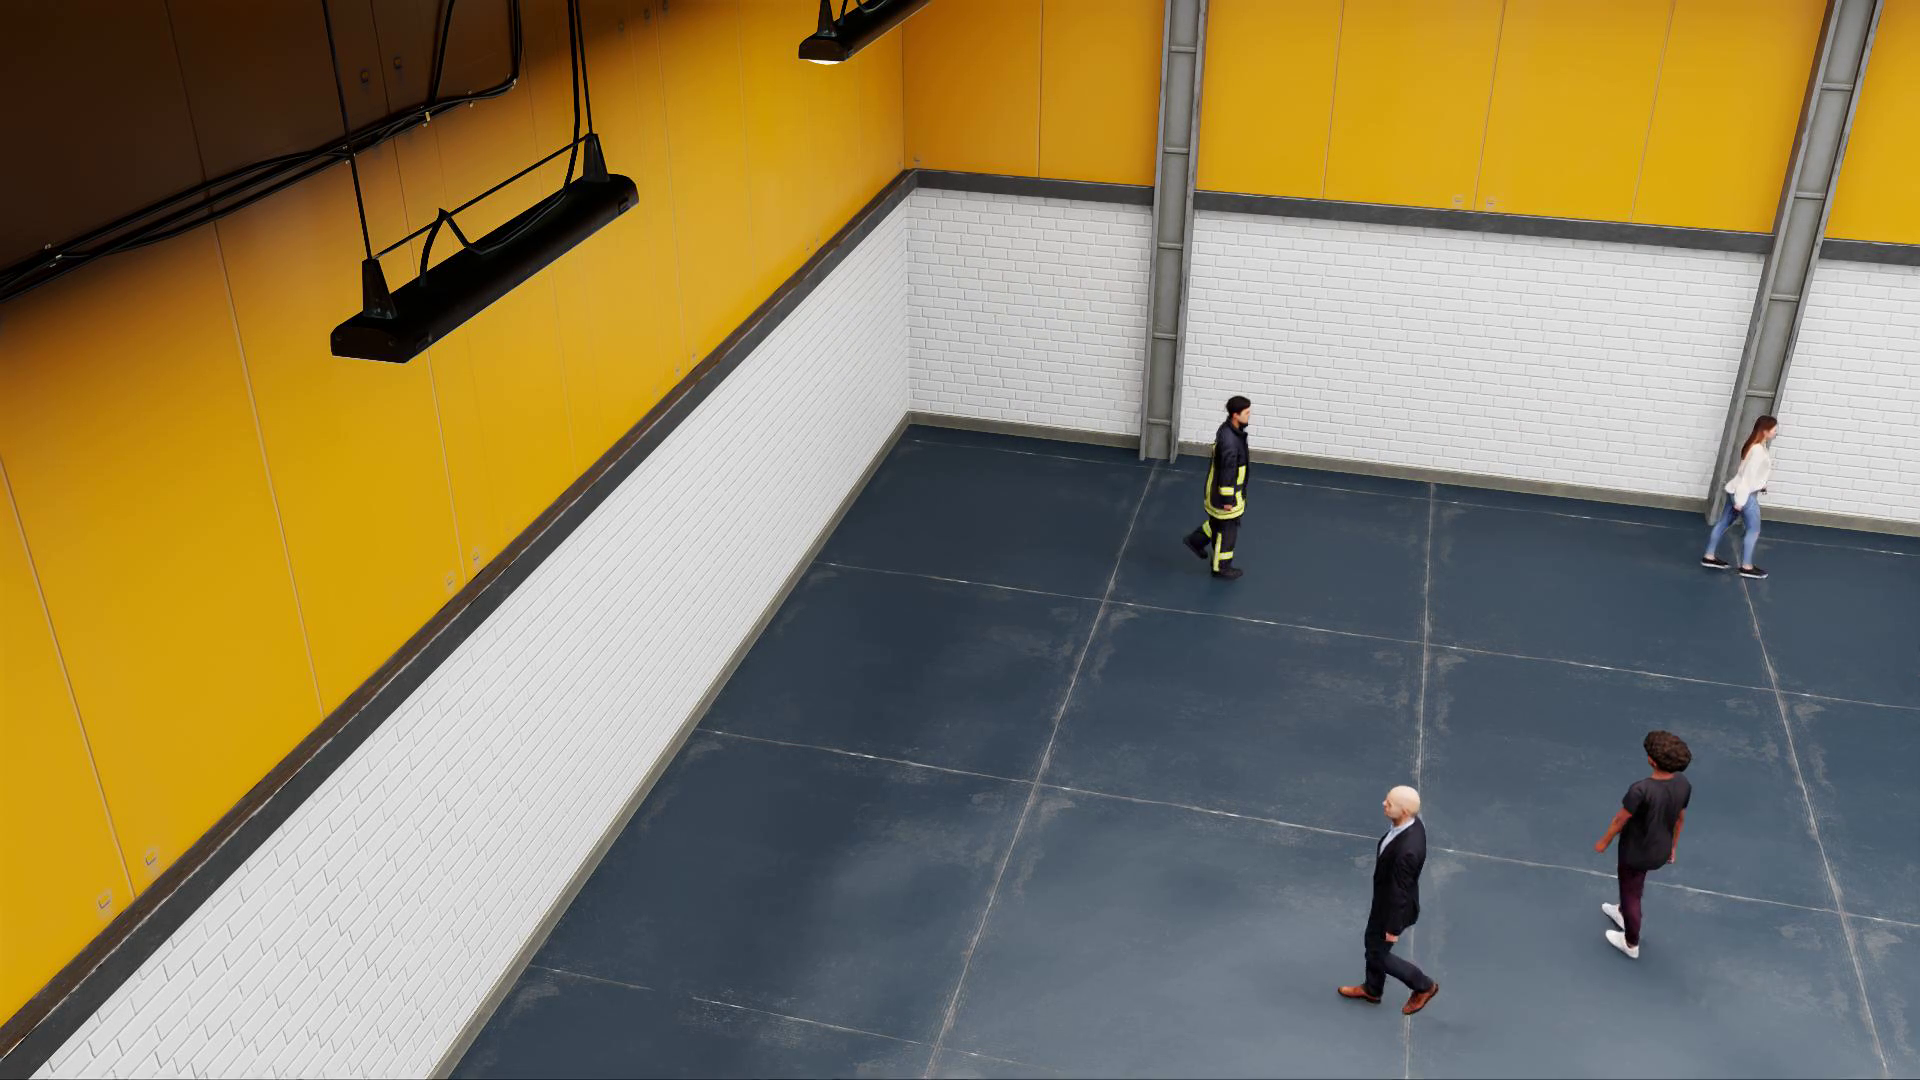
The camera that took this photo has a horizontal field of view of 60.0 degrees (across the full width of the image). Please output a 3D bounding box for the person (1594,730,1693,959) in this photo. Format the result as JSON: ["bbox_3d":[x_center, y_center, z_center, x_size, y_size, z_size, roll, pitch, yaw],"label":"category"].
[{"bbox_3d":[4.719,2.115,11.343,0.832,1.765,0.889,-13,31,-23],"label":"person"}]

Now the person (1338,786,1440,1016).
[{"bbox_3d":[2.901,2.382,10.833,0.880,1.786,0.737,5,29,9],"label":"person"}]

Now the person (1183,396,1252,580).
[{"bbox_3d":[2.481,-0.521,16.019,0.852,1.914,0.786,9,30,16],"label":"person"}]

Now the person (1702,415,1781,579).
[{"bbox_3d":[7.512,-0.451,16.147,0.805,1.670,0.635,8,30,14],"label":"person"}]
